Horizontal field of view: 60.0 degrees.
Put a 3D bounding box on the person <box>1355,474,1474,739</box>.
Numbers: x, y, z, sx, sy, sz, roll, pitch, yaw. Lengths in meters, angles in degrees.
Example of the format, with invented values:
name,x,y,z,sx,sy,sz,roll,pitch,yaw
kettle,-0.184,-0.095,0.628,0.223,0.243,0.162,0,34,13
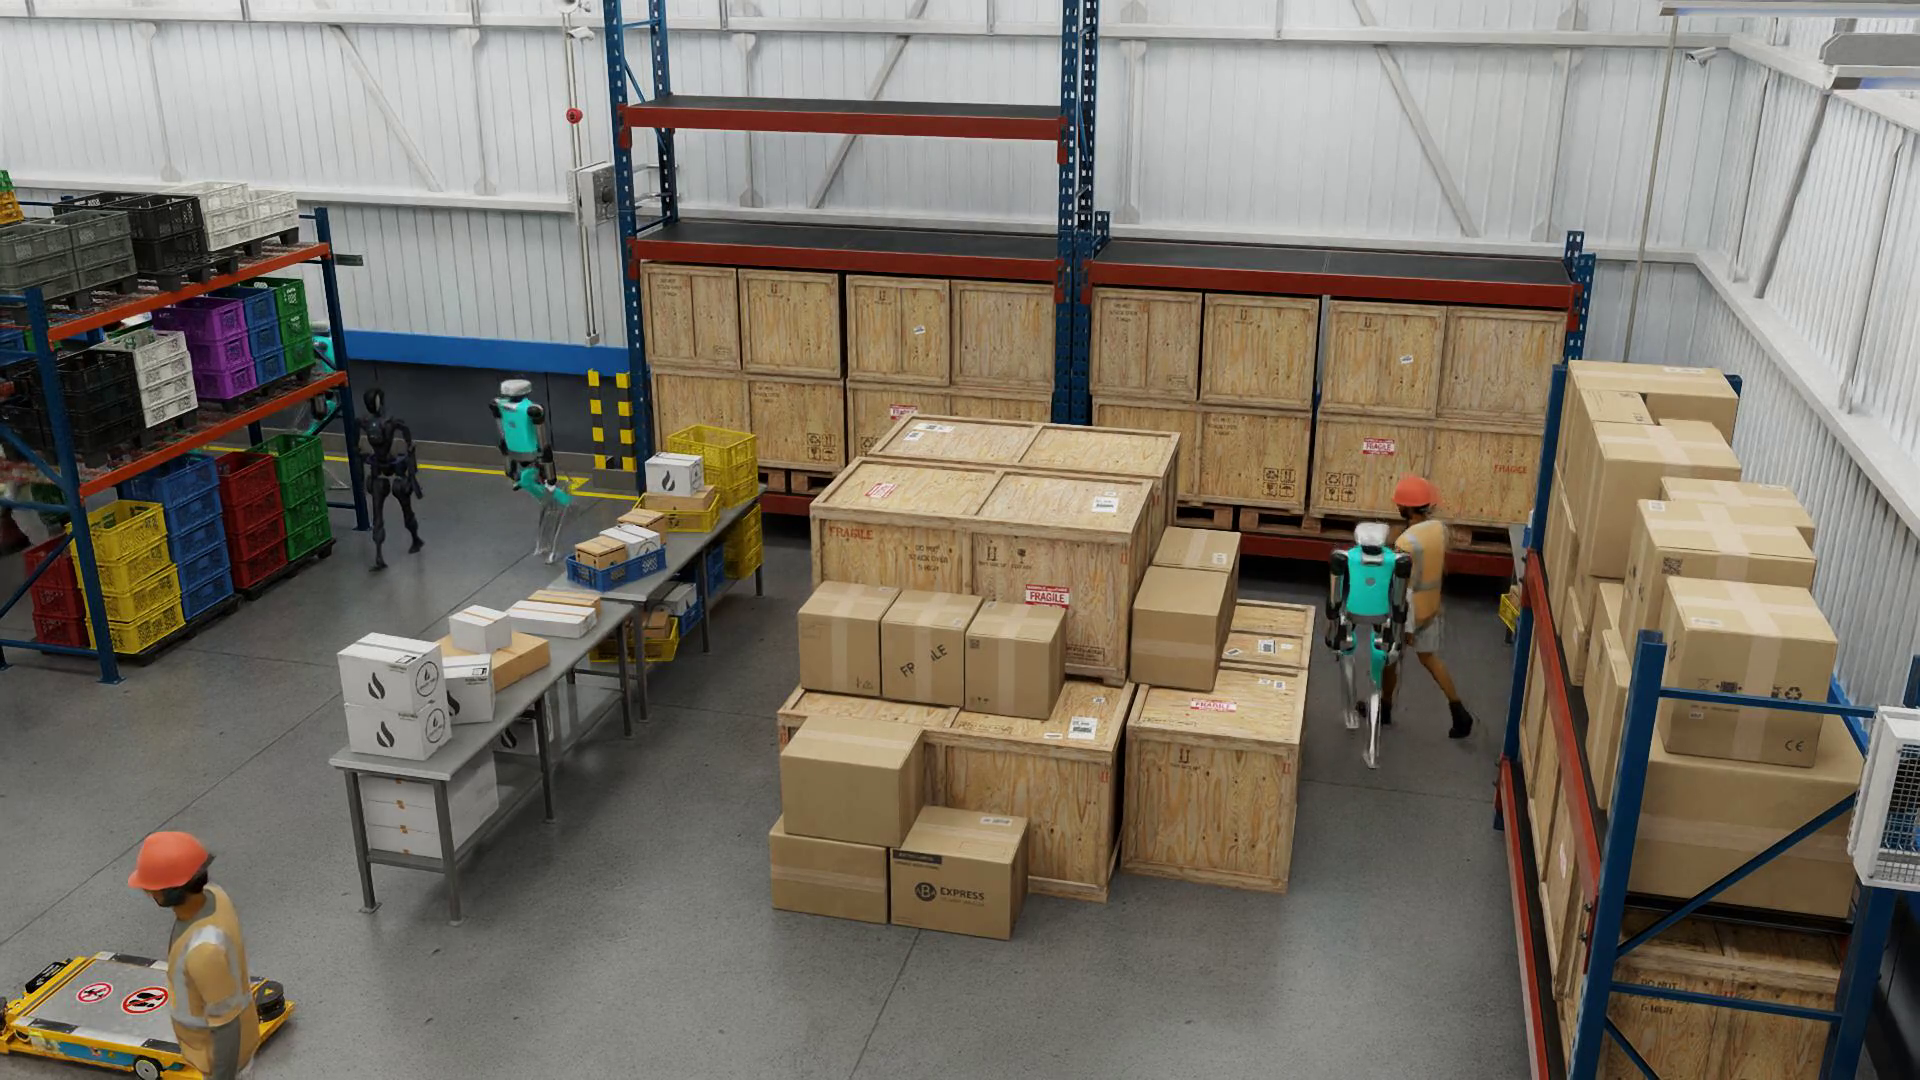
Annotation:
name,x,y,z,sx,sy,sz,roll,pitch,yaw
person,3.201,0.484,11.488,0.550,1.911,0.837,-16,26,-35

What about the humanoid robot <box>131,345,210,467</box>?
name,x,y,z,sx,sy,sz,roll,pitch,yaw
humanoid robot,-7.457,-1.095,15.902,0.555,1.794,0.859,2,21,6

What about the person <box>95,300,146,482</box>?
name,x,y,z,sx,sy,sz,roll,pitch,yaw
person,-8.332,-1.498,16.689,0.441,1.896,0.611,-12,24,-28

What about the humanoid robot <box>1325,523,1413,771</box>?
name,x,y,z,sx,sy,sz,roll,pitch,yaw
humanoid robot,2.752,0.629,11.383,0.533,1.747,0.964,4,21,9

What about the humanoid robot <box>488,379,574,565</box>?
name,x,y,z,sx,sy,sz,roll,pitch,yaw
humanoid robot,-3.660,-0.593,14.607,0.534,1.806,0.810,9,23,22

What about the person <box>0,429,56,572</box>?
name,x,y,z,sx,sy,sz,roll,pitch,yaw
person,-8.012,-0.340,13.816,0.624,1.783,0.988,3,21,8

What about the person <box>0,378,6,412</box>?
name,x,y,z,sx,sy,sz,roll,pitch,yaw
person,-10.238,-1.693,17.406,0.486,1.745,0.292,-1,21,-4

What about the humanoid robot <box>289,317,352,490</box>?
name,x,y,z,sx,sy,sz,roll,pitch,yaw
humanoid robot,-6.494,-1.304,16.477,0.897,1.821,0.548,1,21,3

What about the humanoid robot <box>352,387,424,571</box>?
name,x,y,z,sx,sy,sz,roll,pitch,yaw
humanoid robot,-5.021,-0.563,14.622,0.586,1.629,0.786,1,21,2

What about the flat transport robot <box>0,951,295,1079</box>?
name,x,y,z,sx,sy,sz,roll,pitch,yaw
flat transport robot,-4.270,2.464,8.601,1.431,0.231,0.659,5,22,13

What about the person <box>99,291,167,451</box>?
name,x,y,z,sx,sy,sz,roll,pitch,yaw
person,-8.645,-1.735,17.420,0.788,1.815,0.563,3,21,8

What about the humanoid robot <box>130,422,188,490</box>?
name,x,y,z,sx,sy,sz,roll,pitch,yaw
humanoid robot,-7.145,-0.670,14.868,0.624,1.636,0.613,7,22,18

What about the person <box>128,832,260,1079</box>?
name,x,y,z,sx,sy,sz,roll,pitch,yaw
person,-3.152,2.125,7.008,0.380,2.039,0.613,-10,23,-24
